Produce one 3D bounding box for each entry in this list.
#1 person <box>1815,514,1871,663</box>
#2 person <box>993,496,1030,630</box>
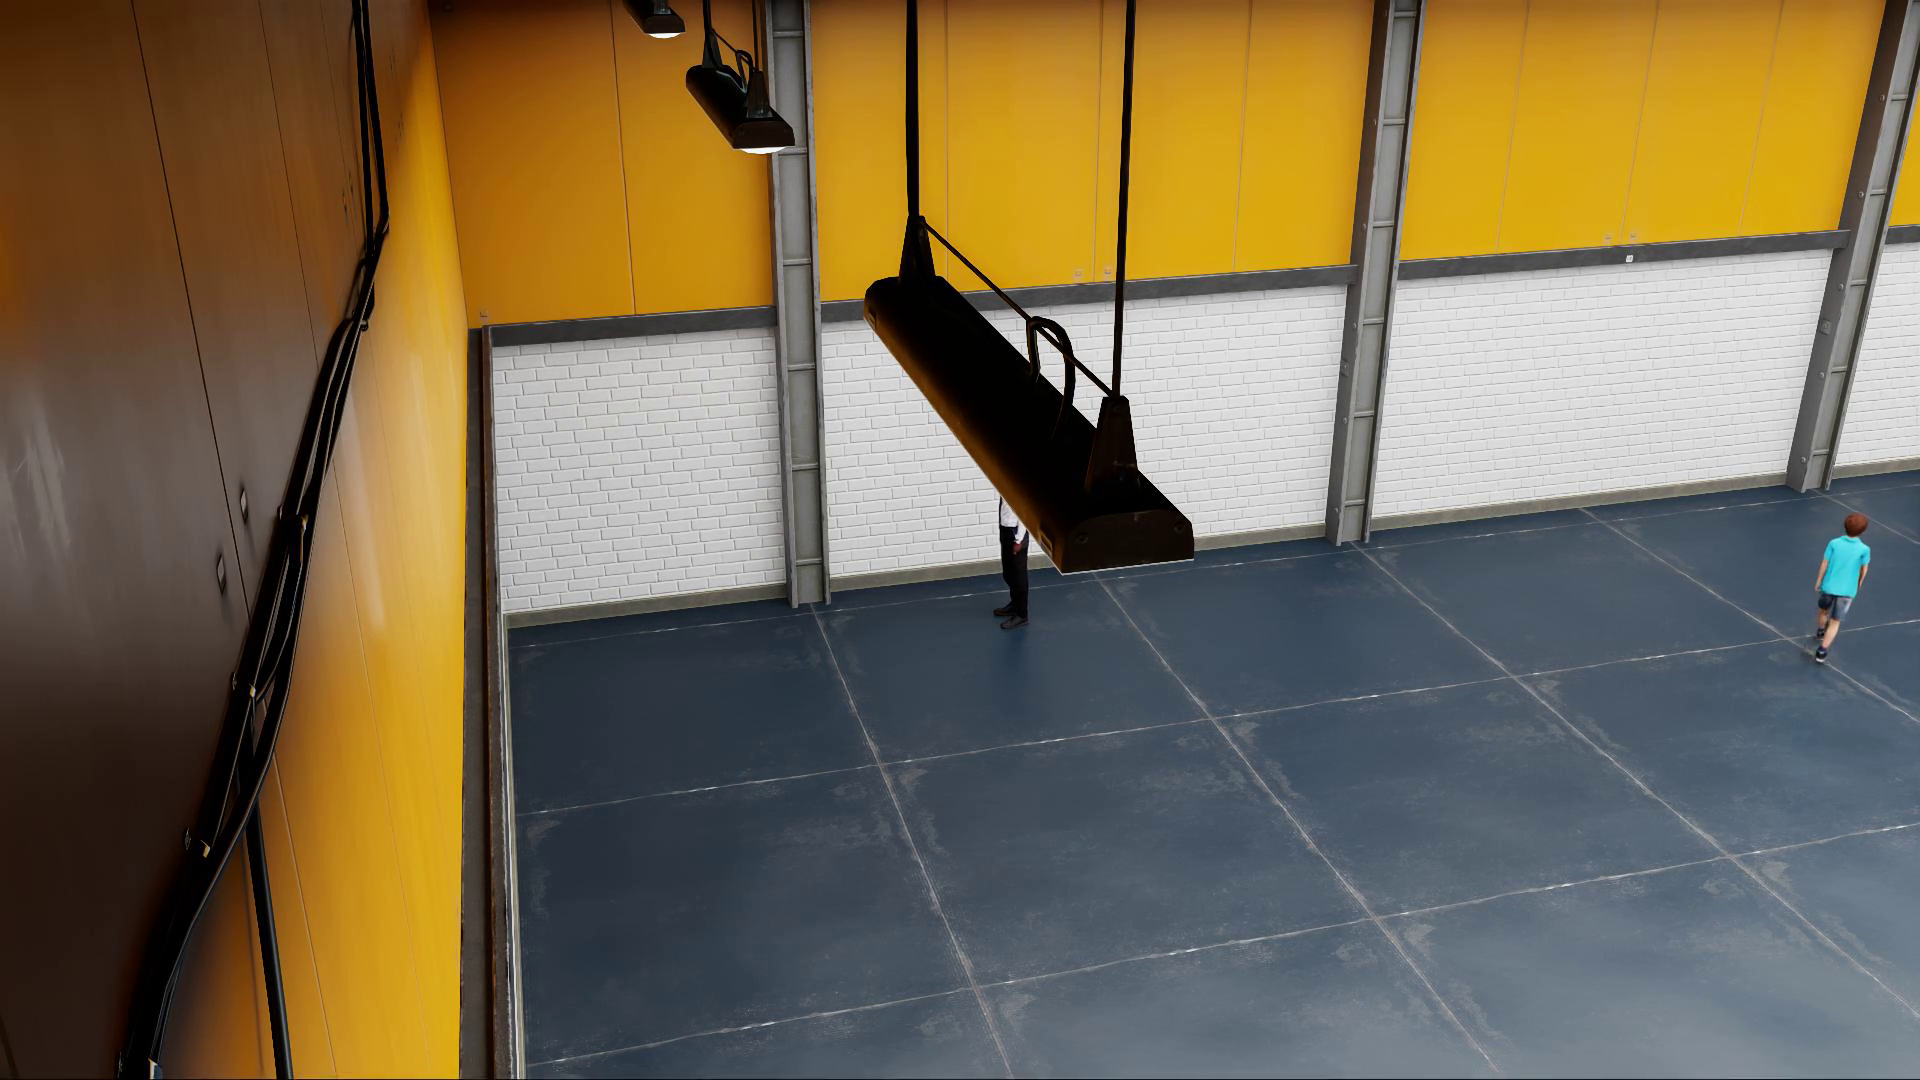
[{"bbox_3d":[8.153,0.464,15.449,0.832,1.419,0.976,18,29,35],"label":"person"},{"bbox_3d":[0.538,-0.049,16.102,0.538,1.836,0.648,-5,24,-10],"label":"person"}]
